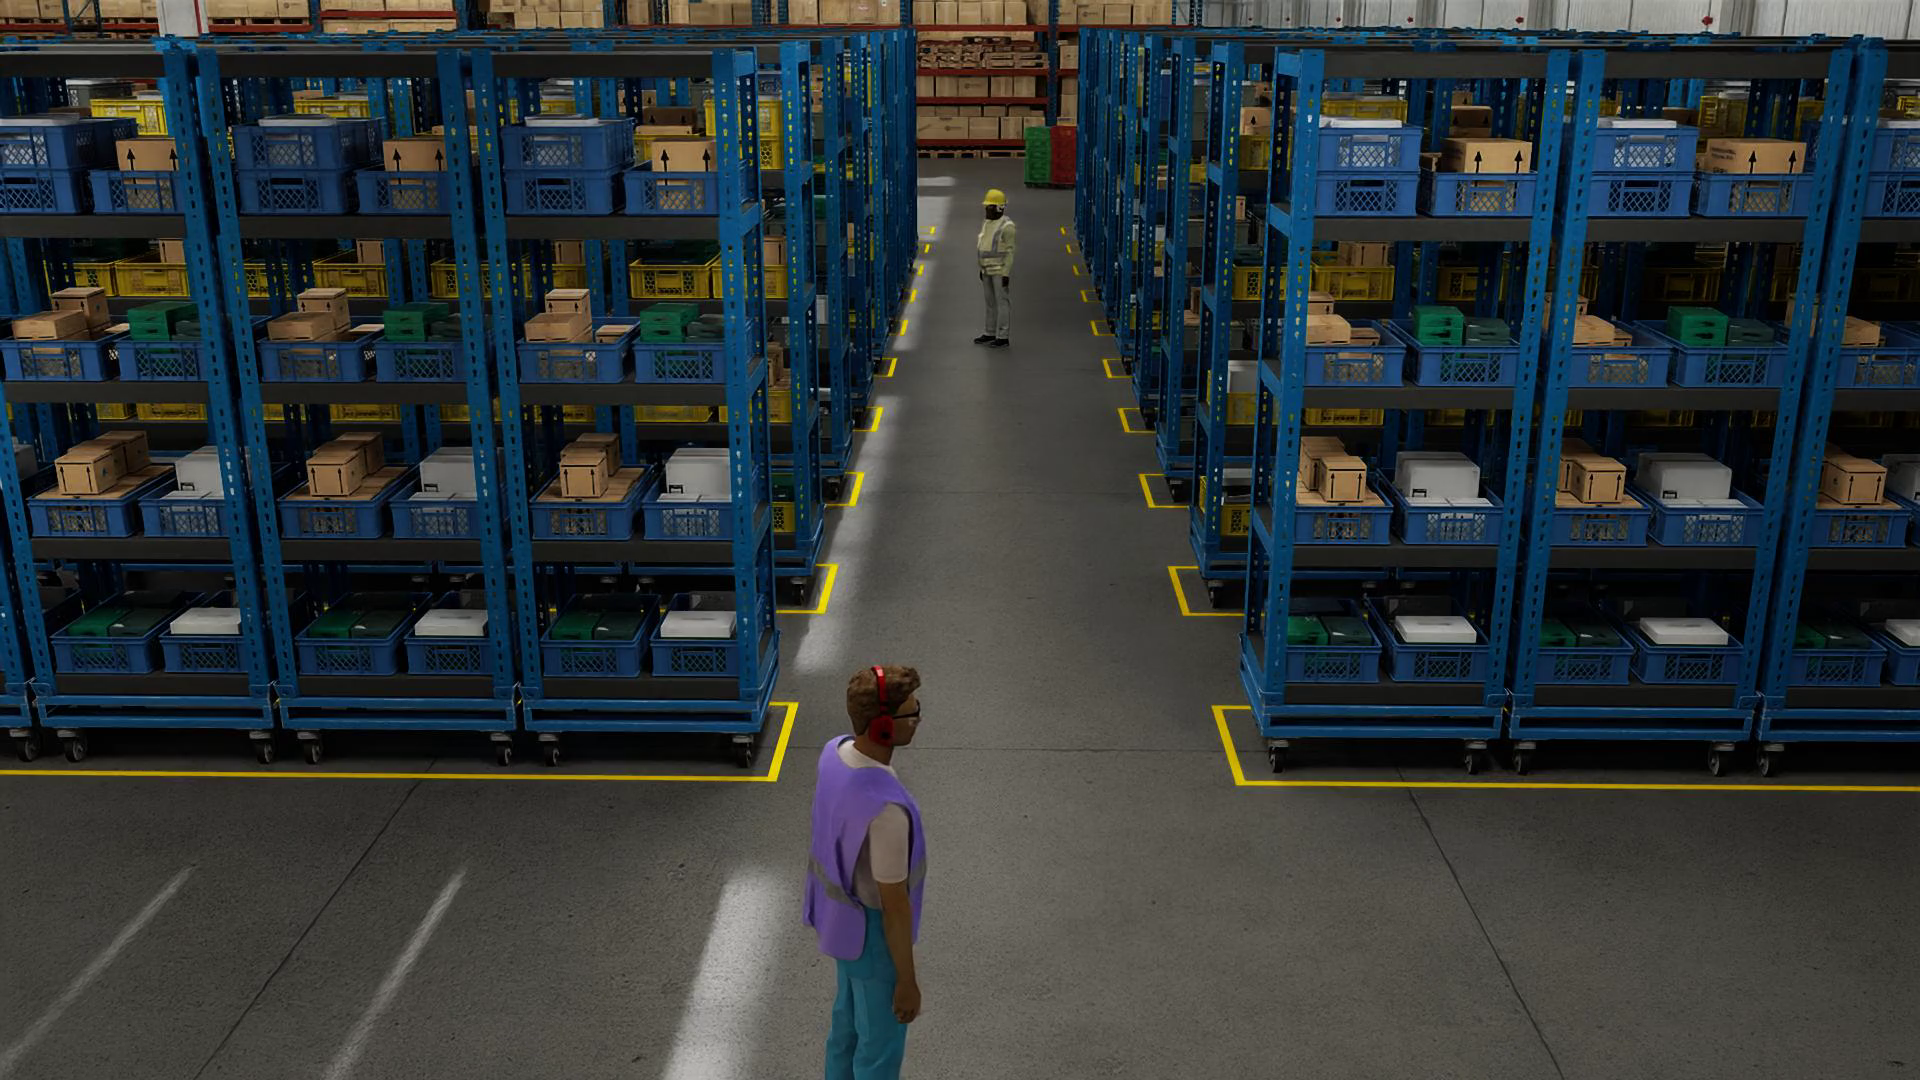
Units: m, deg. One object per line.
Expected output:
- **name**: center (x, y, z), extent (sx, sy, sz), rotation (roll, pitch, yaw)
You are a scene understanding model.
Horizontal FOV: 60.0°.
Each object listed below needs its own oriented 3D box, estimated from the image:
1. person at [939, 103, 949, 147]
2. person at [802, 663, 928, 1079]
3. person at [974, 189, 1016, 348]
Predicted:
- **person**: center (-0.328, -12.790, 49.877), extent (0.672, 1.975, 0.646), rotation (3, 18, 10)
- **person**: center (-0.294, 1.267, 5.296), extent (0.381, 1.844, 0.566), rotation (-7, 19, -22)
- **person**: center (0.404, -3.178, 19.487), extent (0.403, 1.833, 0.590), rotation (-11, 21, -32)
